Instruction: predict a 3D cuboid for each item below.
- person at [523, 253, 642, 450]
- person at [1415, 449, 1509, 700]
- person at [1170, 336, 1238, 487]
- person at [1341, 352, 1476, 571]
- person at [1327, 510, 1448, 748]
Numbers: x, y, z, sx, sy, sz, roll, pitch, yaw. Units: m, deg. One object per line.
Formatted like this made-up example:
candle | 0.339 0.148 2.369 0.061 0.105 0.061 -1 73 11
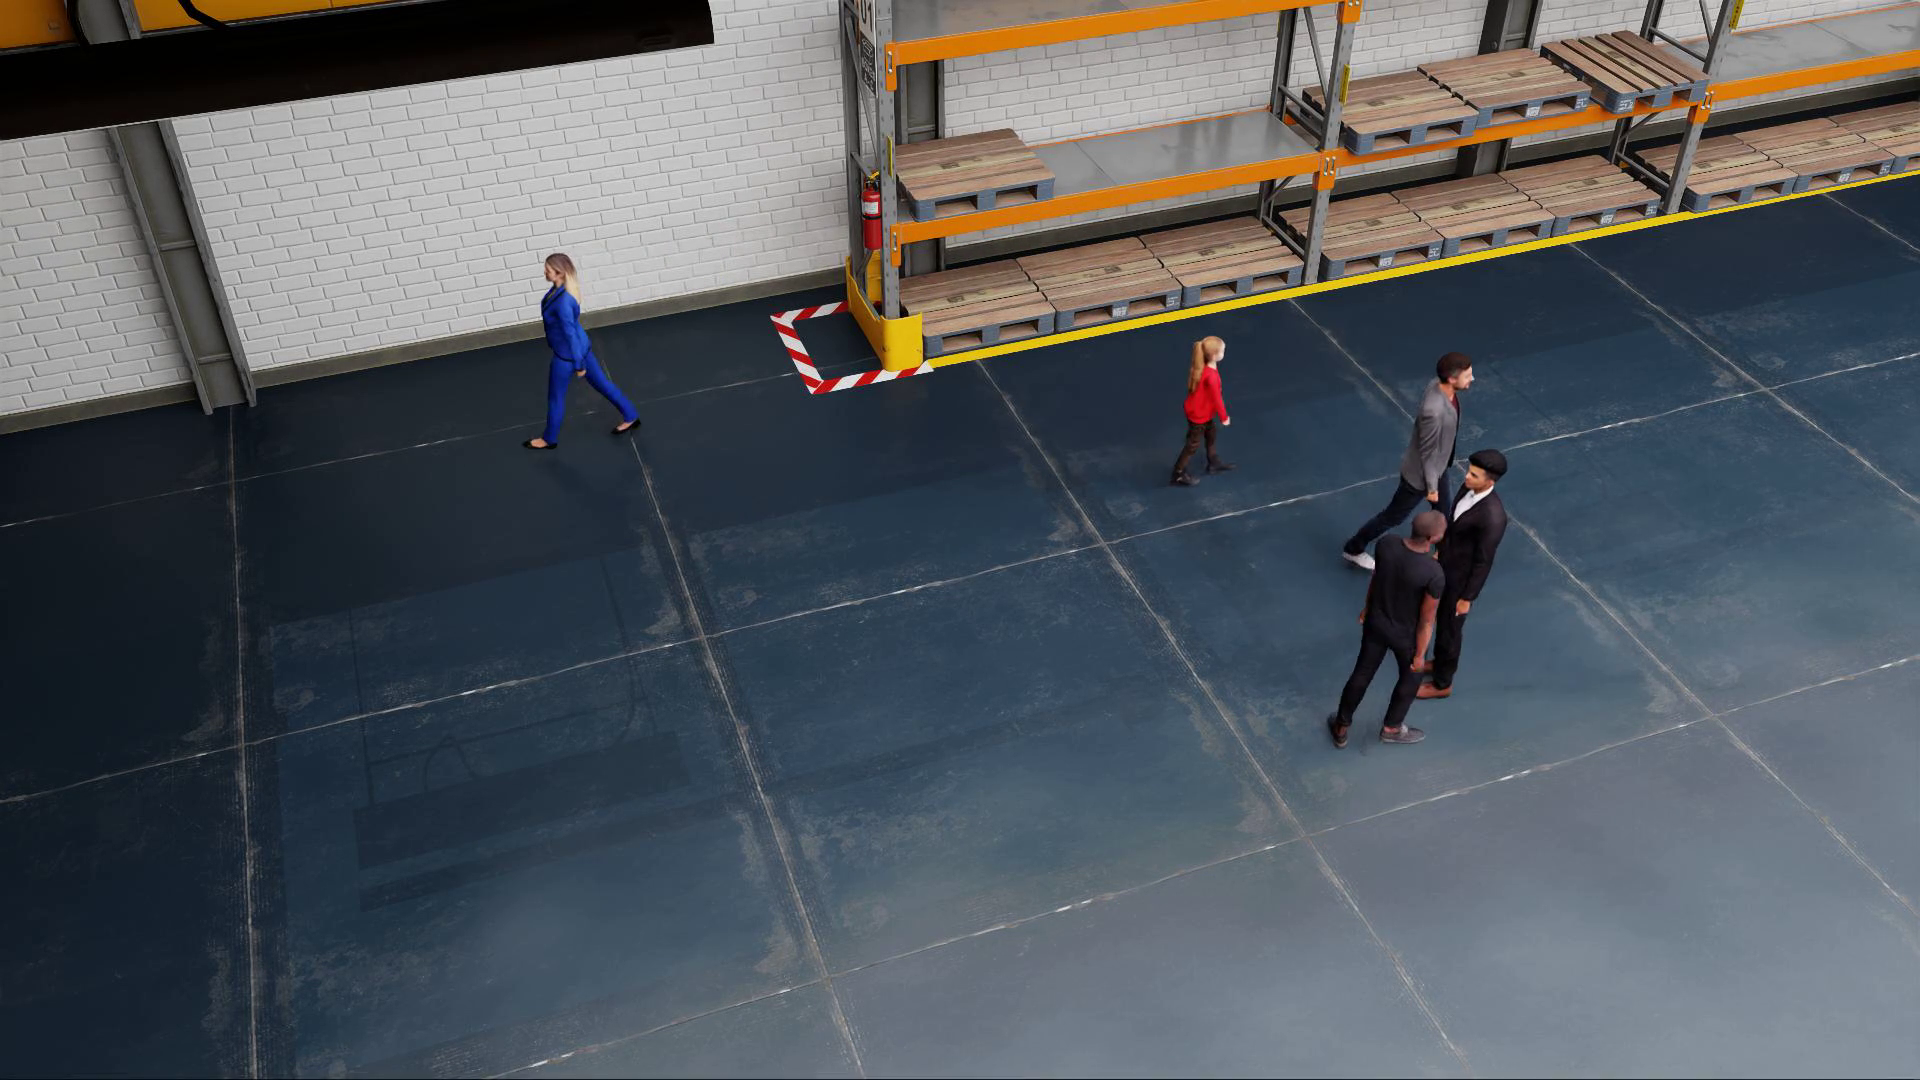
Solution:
person | -2.858 -1.434 12.709 1.194 1.659 0.774 -6 39 -7
person | 3.196 0.189 10.501 0.751 1.879 0.787 1 39 1
person | 1.736 -0.942 12.410 0.803 1.263 0.607 -2 39 -3
person | 3.090 -0.484 11.388 1.294 1.823 1.214 15 41 18
person | 2.588 0.563 10.097 0.854 1.798 0.808 -31 48 -32
